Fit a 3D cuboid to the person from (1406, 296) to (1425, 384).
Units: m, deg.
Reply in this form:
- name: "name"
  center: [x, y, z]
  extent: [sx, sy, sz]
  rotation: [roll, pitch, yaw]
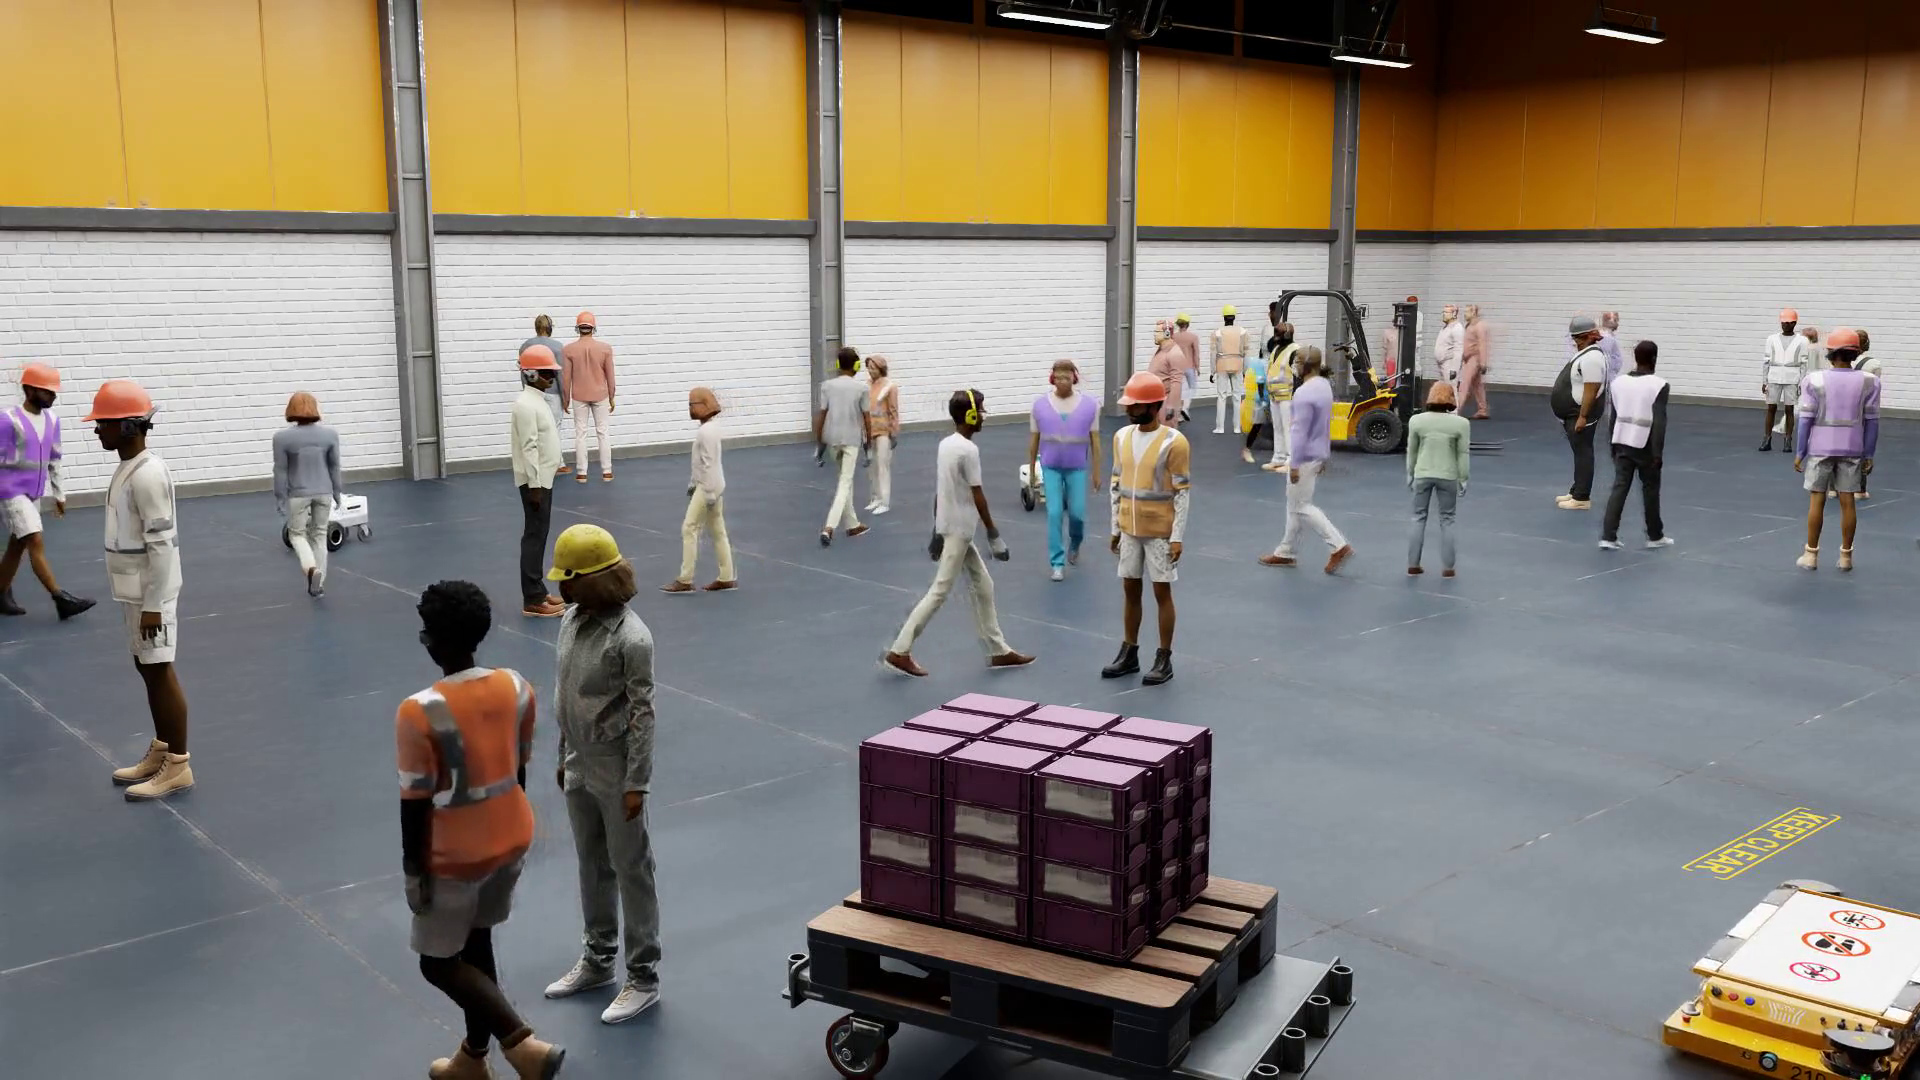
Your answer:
- name: "person"
  center: [8.596, -3.693, 31.614]
  extent: [0.354, 1.887, 0.573]
  rotation: [9, 13, 43]

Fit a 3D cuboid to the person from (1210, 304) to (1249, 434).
- name: "person"
  center: [3.978, -2.521, 24.623]
  extent: [0.587, 1.930, 0.360]
  rotation: [-1, 10, -3]

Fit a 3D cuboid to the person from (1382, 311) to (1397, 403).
- name: "person"
  center: [7.412, -3.036, 28.174]
  extent: [0.529, 1.744, 0.671]
  rotation: [3, 10, 18]

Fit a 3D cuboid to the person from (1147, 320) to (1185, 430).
- name: "person"
  center: [2.330, -1.572, 19.132]
  extent: [0.406, 1.911, 0.636]
  rotation: [-2, 10, -12]

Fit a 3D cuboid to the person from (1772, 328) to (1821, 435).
- name: "person"
  center: [12.353, -2.308, 24.369]
  extent: [0.873, 1.590, 0.528]
  rotation: [4, 11, 24]

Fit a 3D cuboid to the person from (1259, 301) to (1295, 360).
- name: "person"
  center: [4.709, -2.590, 24.922]
  extent: [0.367, 1.966, 0.605]
  rotation: [-9, 13, -42]

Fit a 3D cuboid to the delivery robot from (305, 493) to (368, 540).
- name: "delivery robot"
  center: [-5.728, -0.258, 15.122]
  extent: [0.477, 0.478, 0.707]
  rotation: [3, 10, 19]

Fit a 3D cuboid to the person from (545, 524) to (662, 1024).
- name: "person"
  center: [-1.253, 0.798, 5.762]
  extent: [0.485, 1.736, 0.309]
  rotation: [9, 13, 42]

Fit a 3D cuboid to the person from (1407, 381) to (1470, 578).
- name: "person"
  center: [3.910, -0.491, 13.642]
  extent: [0.499, 1.621, 0.300]
  rotation: [3, 10, 20]

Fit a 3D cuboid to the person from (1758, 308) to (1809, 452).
- name: "person"
  center: [11.099, -2.147, 22.410]
  extent: [0.543, 1.938, 0.357]
  rotation: [6, 12, 33]

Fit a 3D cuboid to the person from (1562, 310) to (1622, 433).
- name: "person"
  center: [9.140, -2.340, 23.724]
  extent: [0.883, 1.878, 0.647]
  rotation: [1, 10, 8]

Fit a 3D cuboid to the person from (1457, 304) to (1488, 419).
- name: "person"
  center: [8.130, -2.856, 26.776]
  extent: [0.948, 1.867, 0.662]
  rotation: [0, 10, 0]

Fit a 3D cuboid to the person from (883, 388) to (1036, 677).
- name: "person"
  center: [-0.028, -0.042, 10.461]
  extent: [1.007, 1.820, 0.526]
  rotation: [-2, 10, -13]

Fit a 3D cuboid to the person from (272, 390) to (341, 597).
- name: "person"
  center: [-4.972, -0.333, 12.738]
  extent: [0.504, 1.618, 0.565]
  rotation: [-7, 12, -35]

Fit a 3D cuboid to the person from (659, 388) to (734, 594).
- name: "person"
  center: [-2.092, -0.379, 13.018]
  extent: [0.651, 1.614, 0.512]
  rotation: [0, 10, -2]

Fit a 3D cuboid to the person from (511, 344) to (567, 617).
- name: "person"
  center: [-3.086, -0.437, 12.230]
  extent: [0.395, 1.992, 0.622]
  rotation: [-1, 10, -8]

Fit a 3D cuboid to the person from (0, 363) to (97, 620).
- name: "person"
  center: [-6.745, -0.341, 12.081]
  extent: [1.003, 1.861, 0.585]
  rotation: [2, 10, 10]

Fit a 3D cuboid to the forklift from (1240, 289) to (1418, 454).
- name: "forklift"
  center: [5.034, -2.339, 22.783]
  extent: [2.313, 2.155, 1.214]
  rotation: [3, 10, 16]

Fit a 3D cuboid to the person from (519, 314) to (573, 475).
- name: "person"
  center: [-4.992, -1.744, 20.047]
  extent: [0.627, 1.940, 0.370]
  rotation: [4, 10, 20]

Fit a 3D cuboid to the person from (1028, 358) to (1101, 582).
- name: "person"
  center: [0.855, -0.592, 13.643]
  extent: [0.595, 1.819, 0.573]
  rotation: [1, 10, 4]

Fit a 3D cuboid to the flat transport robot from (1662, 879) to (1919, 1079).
- name: "flat transport robot"
  center: [3.030, 1.523, 5.794]
  extent: [0.652, 0.197, 1.431]
  rotation: [8, 13, 40]

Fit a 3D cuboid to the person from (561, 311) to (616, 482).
- name: "person"
  center: [-4.327, -1.666, 19.423]
  extent: [0.608, 1.996, 0.379]
  rotation: [-3, 10, -15]

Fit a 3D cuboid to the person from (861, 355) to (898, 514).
- name: "person"
  center: [-0.856, -1.096, 17.166]
  extent: [0.518, 1.644, 0.319]
  rotation: [8, 12, 39]

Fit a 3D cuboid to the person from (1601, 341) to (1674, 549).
- name: "person"
  center: [6.117, -0.849, 14.978]
  extent: [0.828, 1.884, 0.612]
  rotation: [-6, 11, -32]

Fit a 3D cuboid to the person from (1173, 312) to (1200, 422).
- name: "person"
  center: [3.548, -2.737, 26.381]
  extent: [0.556, 1.751, 0.366]
  rotation: [4, 11, 24]

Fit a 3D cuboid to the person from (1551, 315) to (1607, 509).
- name: "person"
  center: [6.468, -1.348, 17.432]
  extent: [0.536, 2.000, 0.674]
  rotation: [3, 10, 18]

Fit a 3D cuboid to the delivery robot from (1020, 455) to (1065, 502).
- name: "delivery robot"
  center: [0.870, -0.654, 17.437]
  extent: [0.477, 0.478, 0.707]
  rotation: [-2, 10, -12]

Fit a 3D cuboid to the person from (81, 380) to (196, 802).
- name: "person"
  center: [-4.002, 0.243, 8.106]
  extent: [0.372, 2.042, 0.615]
  rotation: [-7, 12, -34]

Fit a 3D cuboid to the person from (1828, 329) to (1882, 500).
- name: "person"
  center: [9.675, -1.354, 18.039]
  extent: [0.506, 1.846, 0.350]
  rotation: [8, 12, 38]

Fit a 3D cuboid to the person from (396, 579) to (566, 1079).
- name: "person"
  center: [-1.436, 0.953, 5.070]
  extent: [0.607, 1.670, 0.541]
  rotation: [5, 11, 28]

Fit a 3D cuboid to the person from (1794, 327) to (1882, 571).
- name: "person"
  center: [7.339, -0.755, 13.952]
  extent: [0.615, 2.043, 0.377]
  rotation: [3, 10, 16]

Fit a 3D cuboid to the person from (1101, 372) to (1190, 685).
- name: "person"
  center: [1.145, -0.071, 10.267]
  extent: [0.547, 1.934, 0.376]
  rotation: [8, 13, 41]

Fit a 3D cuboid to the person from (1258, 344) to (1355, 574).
- name: "person"
  center: [2.918, -0.674, 13.859]
  extent: [0.838, 1.916, 0.645]
  rotation: [5, 11, 28]

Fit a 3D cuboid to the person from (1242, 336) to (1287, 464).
- name: "person"
  center: [3.866, -1.745, 20.880]
  extent: [0.531, 1.657, 0.885]
  rotation: [-4, 11, -24]

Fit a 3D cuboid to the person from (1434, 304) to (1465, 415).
- name: "person"
  center: [7.436, -2.645, 25.399]
  extent: [0.409, 1.913, 0.651]
  rotation: [-1, 10, -5]

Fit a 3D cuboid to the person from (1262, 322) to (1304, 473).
- name: "person"
  center: [3.945, -1.740, 20.309]
  extent: [0.429, 1.841, 0.634]
  rotation: [-3, 10, -18]

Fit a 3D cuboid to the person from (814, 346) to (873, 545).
- name: "person"
  center: [-1.086, -0.870, 15.346]
  extent: [0.543, 1.822, 0.939]
  rotation: [4, 11, 24]
